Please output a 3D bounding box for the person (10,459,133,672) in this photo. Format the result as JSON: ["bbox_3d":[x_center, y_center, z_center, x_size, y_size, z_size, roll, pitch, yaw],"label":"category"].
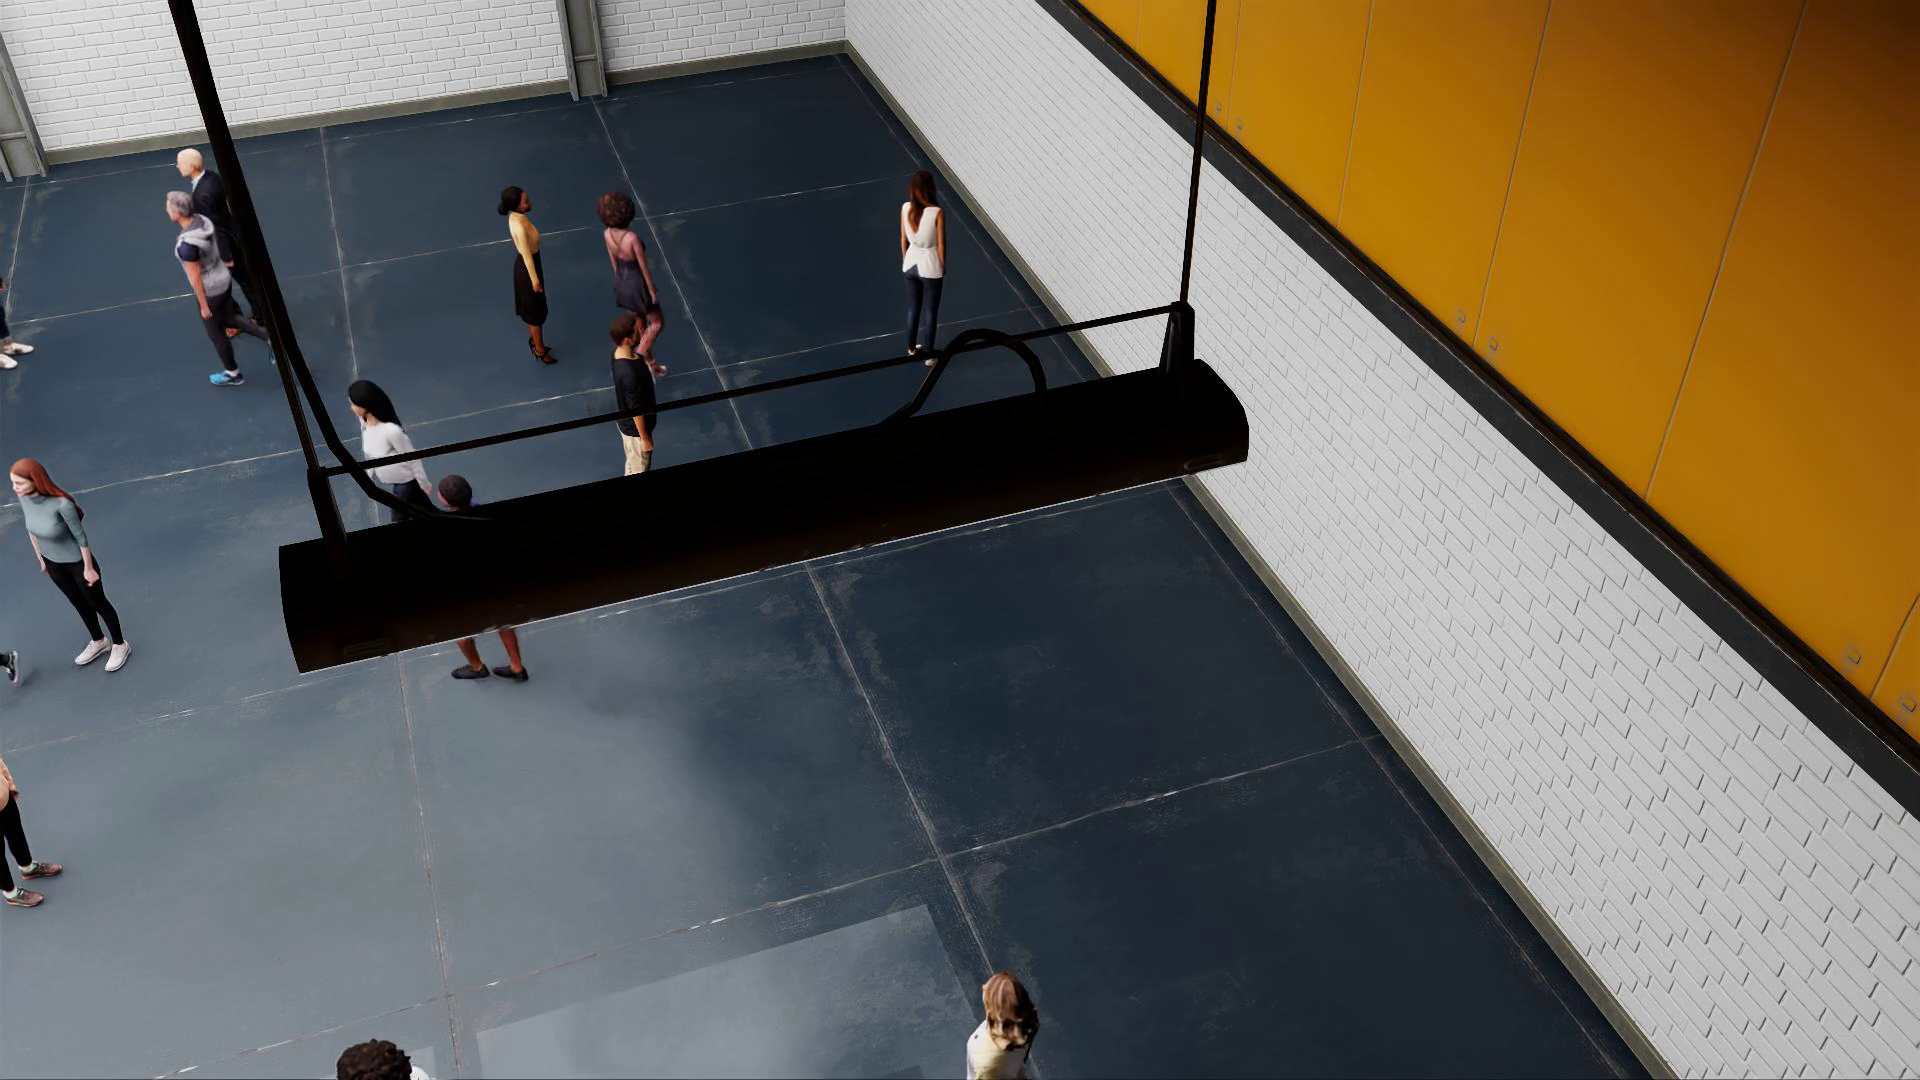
[{"bbox_3d":[-6.023,0.161,11.258,0.648,1.742,0.729,12,40,15],"label":"person"}]

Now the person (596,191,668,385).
[{"bbox_3d":[-2.795,-2.052,14.012,0.849,1.762,0.924,26,45,29],"label":"person"}]

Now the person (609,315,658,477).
[{"bbox_3d":[-2.432,-0.857,12.445,0.539,1.851,0.630,-12,40,-15],"label":"person"}]

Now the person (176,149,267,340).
[{"bbox_3d":[-6.444,-2.649,14.743,0.732,1.784,0.756,-6,39,-8],"label":"person"}]

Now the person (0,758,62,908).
[{"bbox_3d":[-5.686,1.549,9.729,0.614,1.481,0.626,2,39,3],"label":"person"}]

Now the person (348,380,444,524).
[{"bbox_3d":[-3.975,-0.474,12.133,0.945,1.642,1.152,26,45,29],"label":"person"}]

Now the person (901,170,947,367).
[{"bbox_3d":[-0.324,-2.329,14.347,0.661,1.778,0.714,18,42,21],"label":"person"}]

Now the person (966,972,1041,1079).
[{"bbox_3d":[0.258,2.729,8.068,0.911,1.710,0.864,21,43,25],"label":"person"}]

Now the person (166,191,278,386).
[{"bbox_3d":[-6.208,-2.107,14.045,1.036,1.808,0.855,-2,39,-3],"label":"person"}]

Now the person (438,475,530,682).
[{"bbox_3d":[-3.141,0.305,11.091,0.879,1.725,0.796,7,39,9],"label":"person"}]

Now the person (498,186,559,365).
[{"bbox_3d":[-3.735,-2.299,14.410,0.527,1.653,0.560,-13,40,-15],"label":"person"}]

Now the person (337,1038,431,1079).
[{"bbox_3d":[-2.429,2.958,7.718,0.904,1.788,0.842,13,40,16],"label":"person"}]
